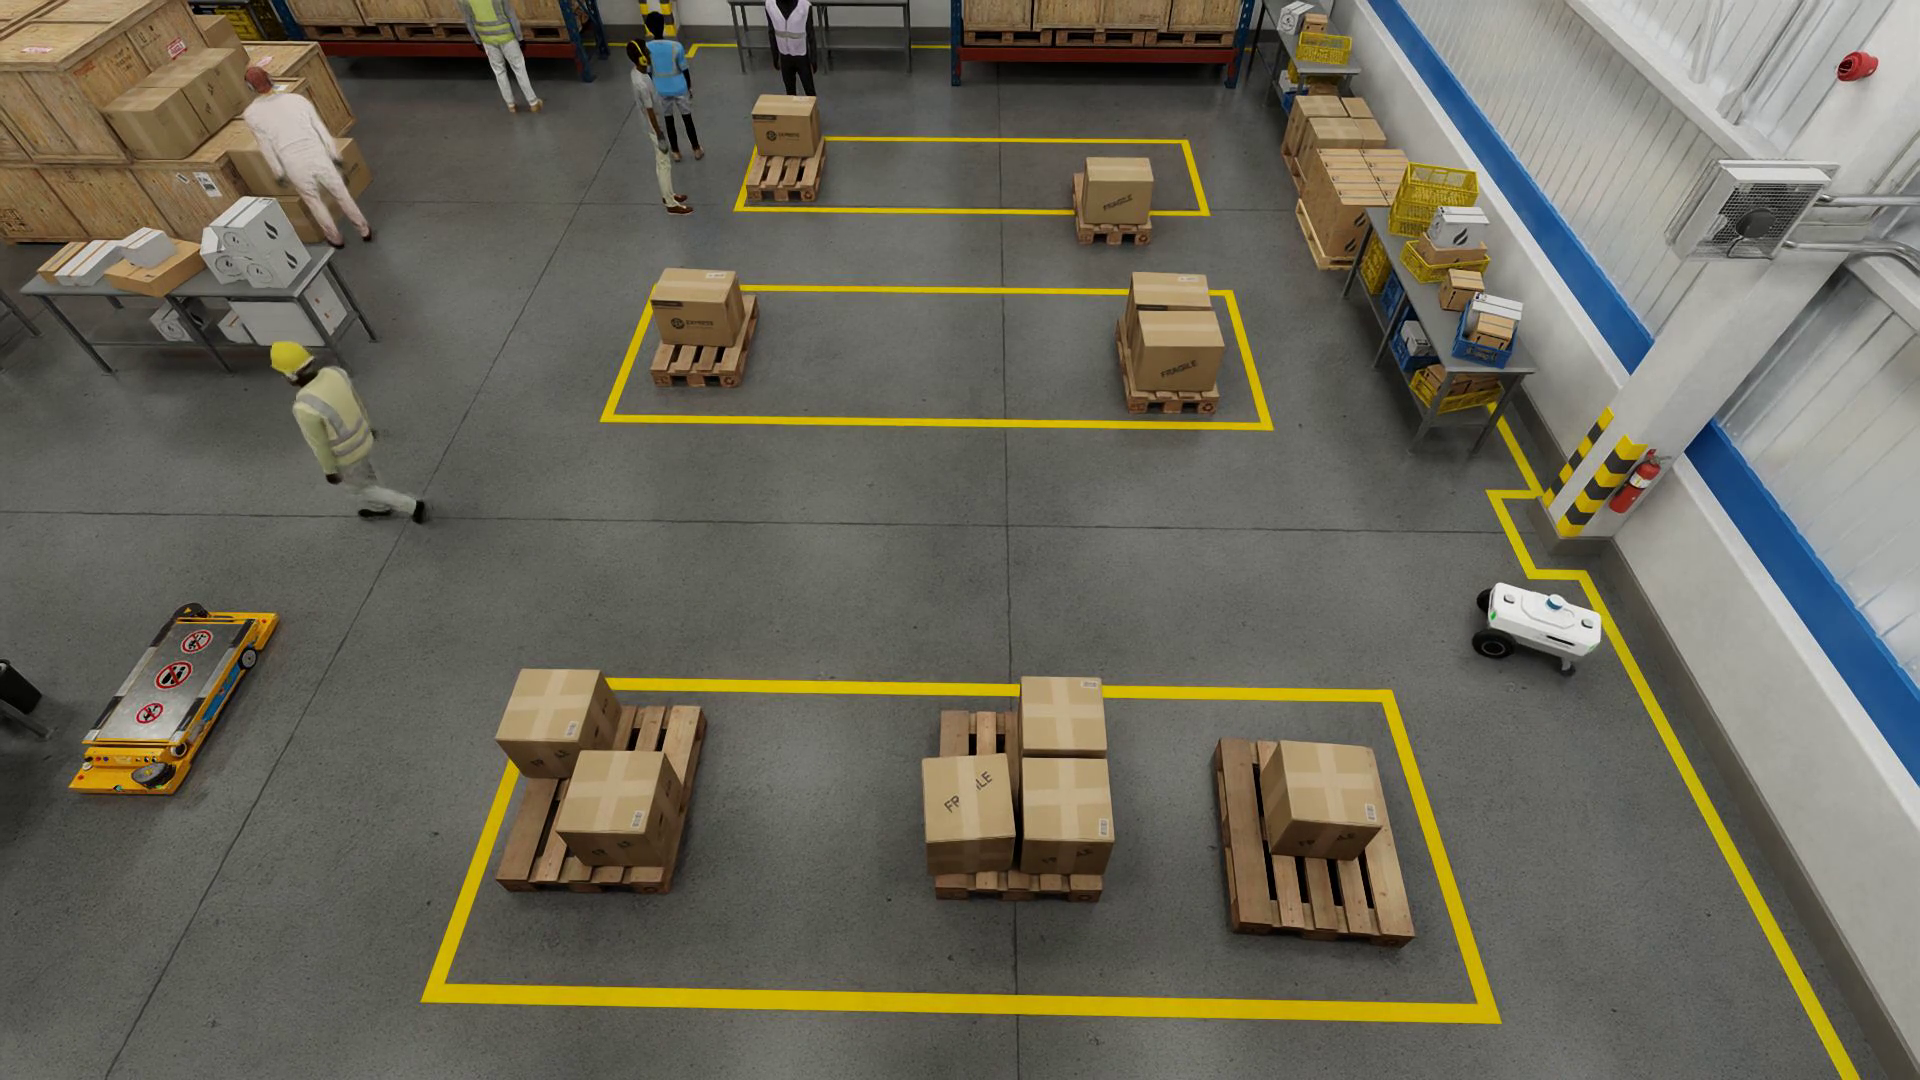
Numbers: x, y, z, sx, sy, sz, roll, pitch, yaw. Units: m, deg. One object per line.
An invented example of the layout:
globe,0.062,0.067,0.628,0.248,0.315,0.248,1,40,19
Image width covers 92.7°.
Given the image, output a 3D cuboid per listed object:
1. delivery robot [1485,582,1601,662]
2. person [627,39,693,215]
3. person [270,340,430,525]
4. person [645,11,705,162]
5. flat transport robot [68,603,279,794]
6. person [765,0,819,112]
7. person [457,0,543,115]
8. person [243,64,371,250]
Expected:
delivery robot,4.198,0.576,6.618,0.707,0.478,0.477,19,52,16
person,-3.348,-4.555,10.162,0.315,1.872,0.533,-18,52,-14
person,-4.663,-0.739,6.970,0.662,1.812,0.619,-3,50,-2
person,-3.464,-5.404,10.992,0.540,1.697,0.317,-7,50,-6
flat transport robot,-5.504,1.072,6.442,0.652,0.197,1.431,1,50,1
person,-2.051,-6.036,11.393,0.592,1.910,0.384,7,50,6
person,-5.936,-6.465,11.798,0.633,1.841,0.429,-6,50,-5
person,-6.919,-4.014,9.683,0.651,1.906,0.403,-35,58,-26
